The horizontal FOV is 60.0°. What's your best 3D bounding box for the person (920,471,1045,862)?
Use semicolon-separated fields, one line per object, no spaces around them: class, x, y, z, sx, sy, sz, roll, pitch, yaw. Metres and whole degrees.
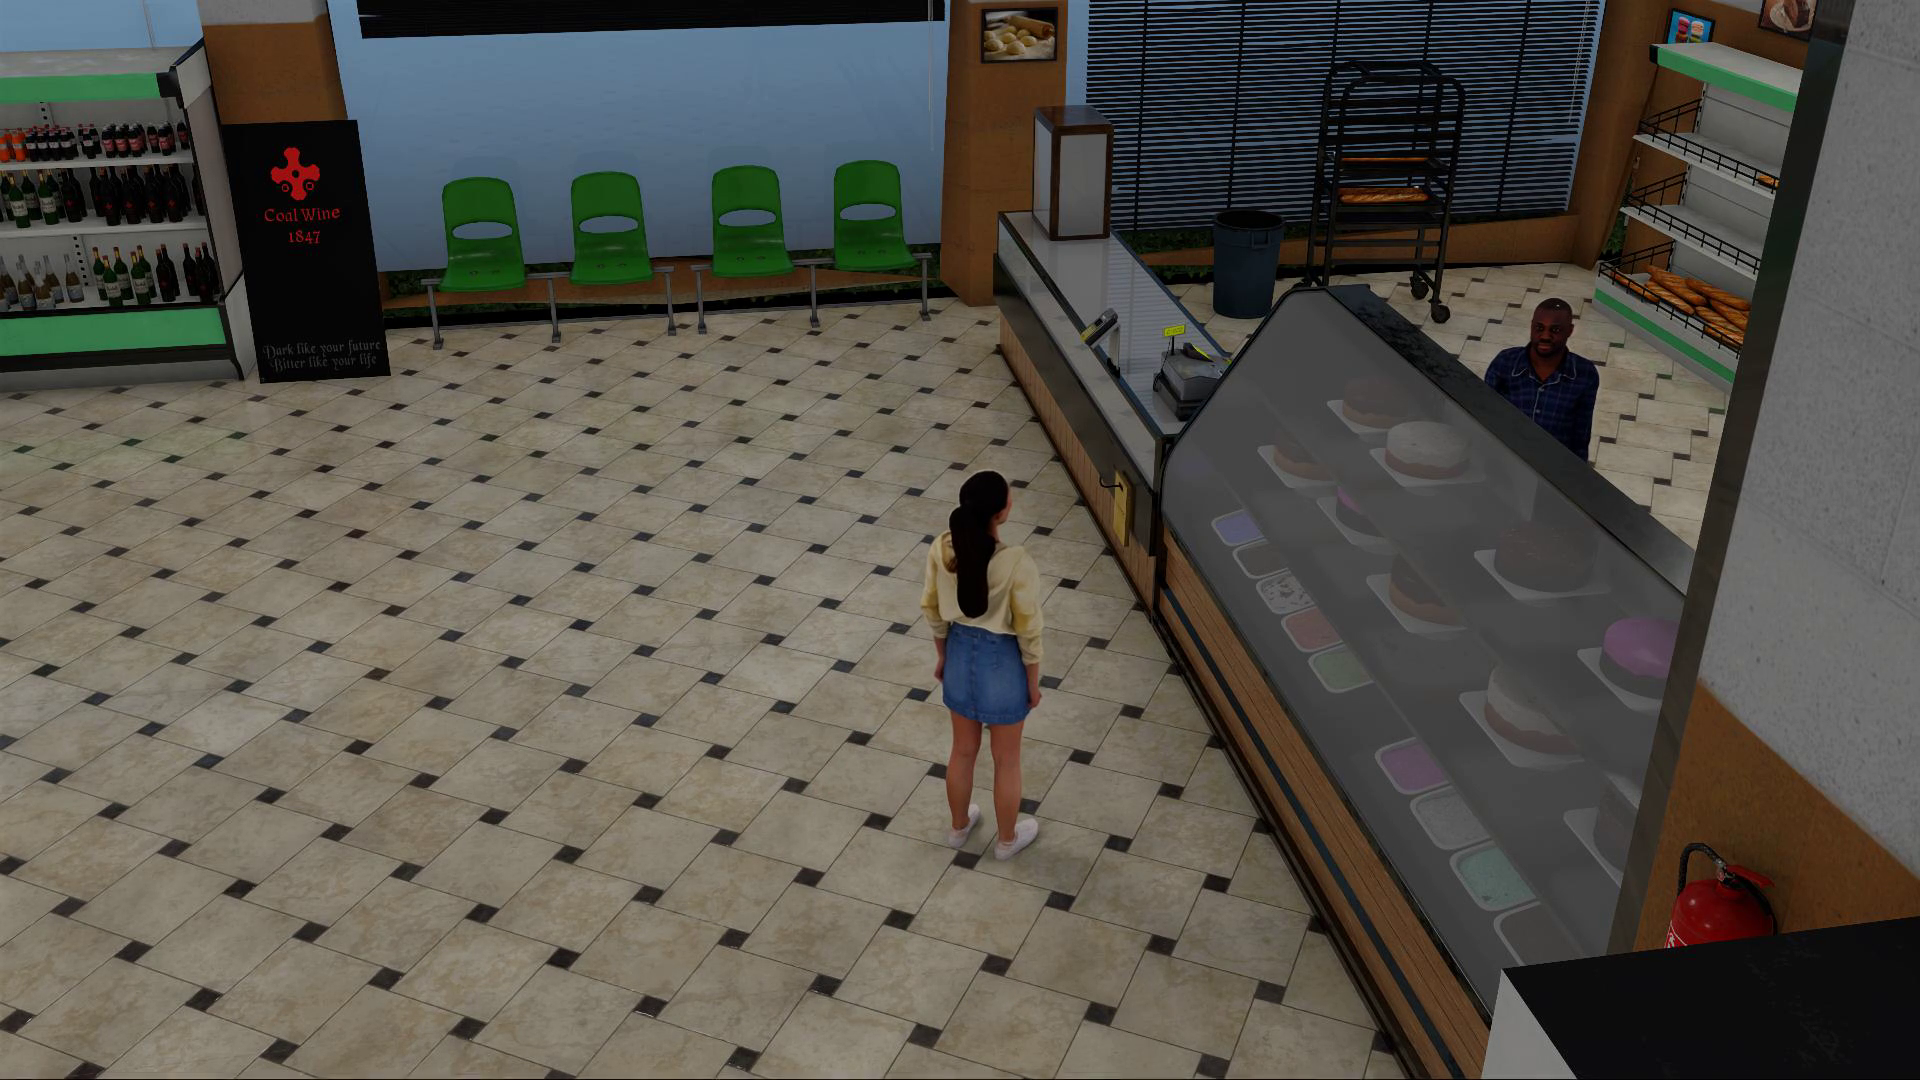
person;0.095;0.491;6.373;0.695;1.632;0.787;13;30;23

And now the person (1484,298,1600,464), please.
person;2.575;-0.232;7.586;0.731;1.824;0.842;9;28;18
